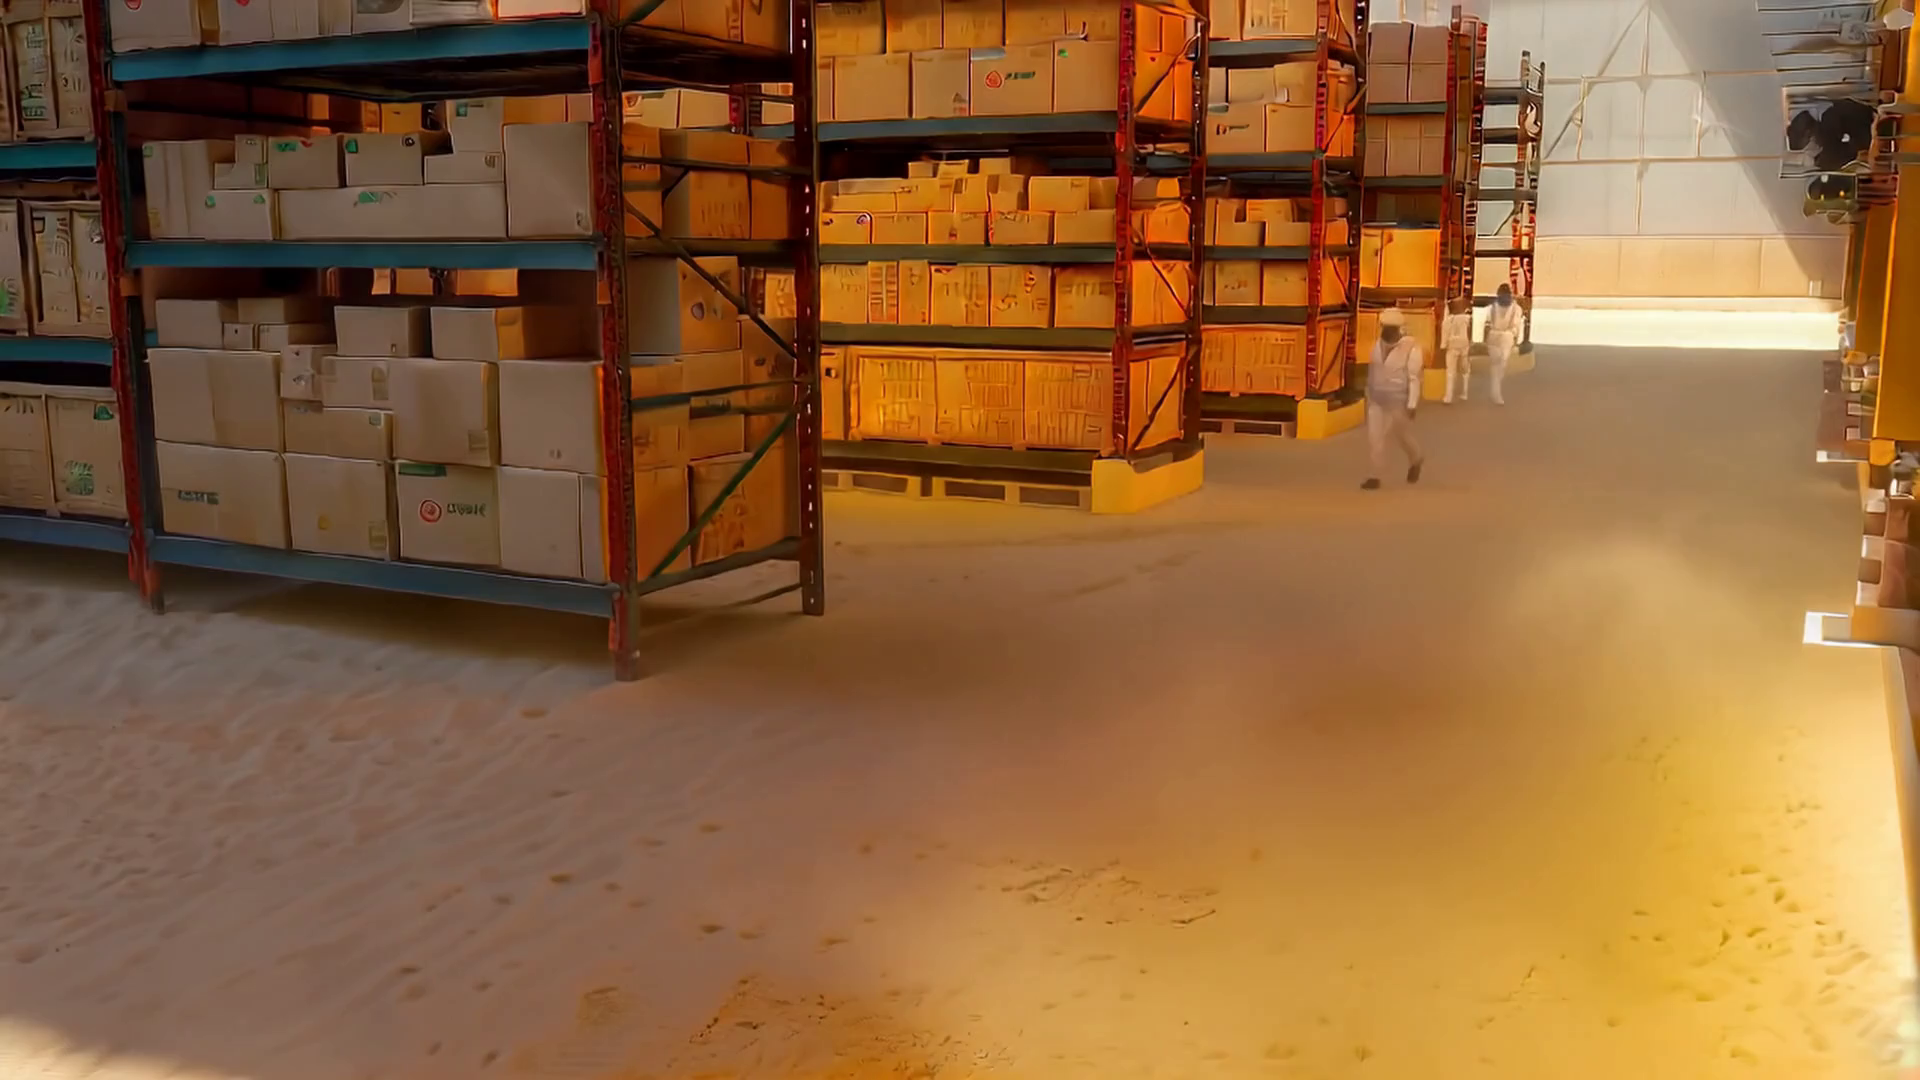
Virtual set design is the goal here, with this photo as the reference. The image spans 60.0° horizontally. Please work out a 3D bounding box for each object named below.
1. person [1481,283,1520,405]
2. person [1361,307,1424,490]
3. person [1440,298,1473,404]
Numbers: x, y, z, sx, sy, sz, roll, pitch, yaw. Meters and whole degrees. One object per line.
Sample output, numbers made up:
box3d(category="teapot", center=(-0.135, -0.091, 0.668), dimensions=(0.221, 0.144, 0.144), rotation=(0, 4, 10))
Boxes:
box3d(category="person", center=(8.428, -3.075, 25.972), dimensions=(0.550, 1.882, 1.014), rotation=(1, 10, 3))
box3d(category="person", center=(4.318, -1.410, 16.512), dimensions=(0.748, 1.811, 0.599), rotation=(-9, 13, -41))
box3d(category="person", center=(7.702, -2.928, 25.799), dimensions=(0.515, 1.636, 0.315), rotation=(-1, 10, -8))
